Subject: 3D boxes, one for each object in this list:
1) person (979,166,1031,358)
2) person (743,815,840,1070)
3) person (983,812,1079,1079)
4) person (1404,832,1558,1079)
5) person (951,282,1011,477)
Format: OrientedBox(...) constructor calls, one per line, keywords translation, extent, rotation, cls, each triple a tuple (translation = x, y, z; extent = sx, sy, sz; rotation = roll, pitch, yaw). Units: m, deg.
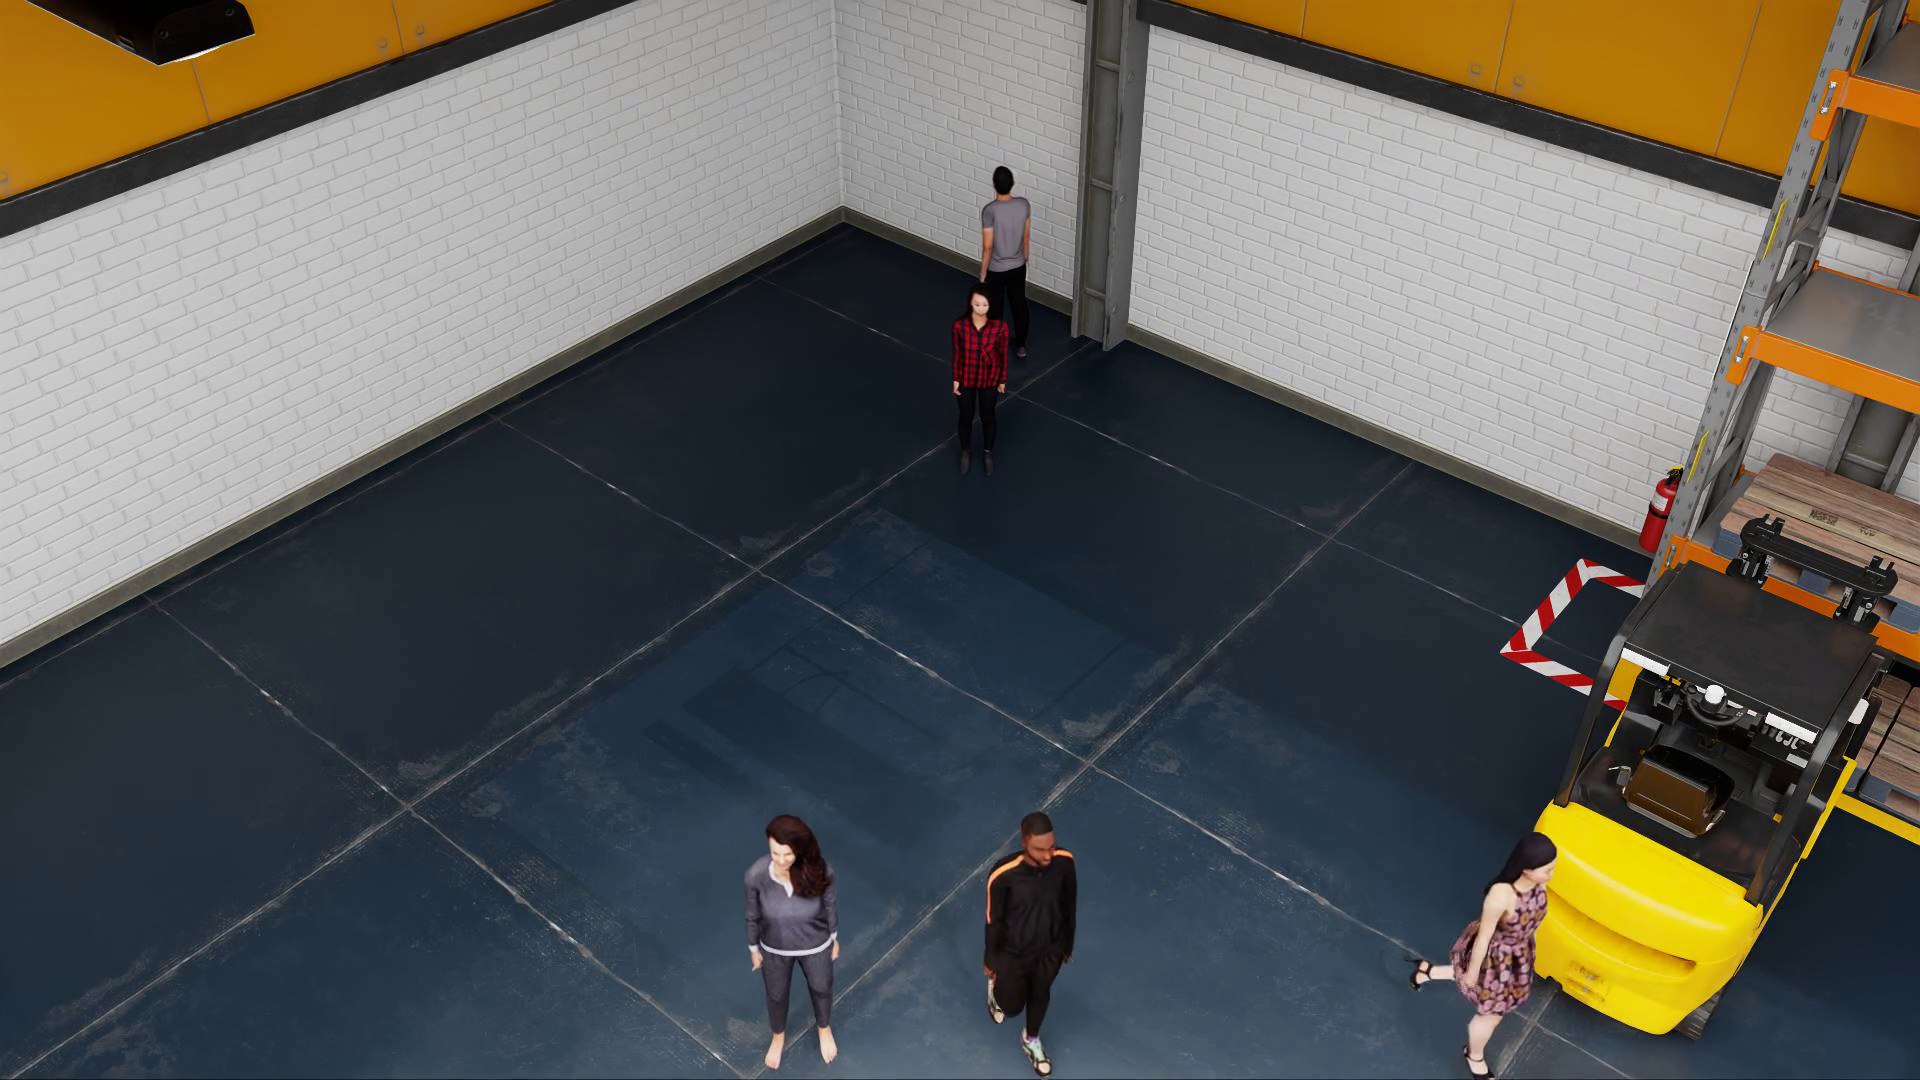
OrientedBox(translation=(0.367, -2.275, 13.766), extent=(0.686, 1.754, 0.649), rotation=(-20, 43, -23), cls="person")
OrientedBox(translation=(-0.833, 2.015, 8.383), extent=(0.682, 1.768, 0.727), rotation=(-5, 39, -7), cls="person")
OrientedBox(translation=(0.316, 1.971, 8.411), extent=(0.857, 1.802, 0.948), rotation=(-12, 40, -15), cls="person")
OrientedBox(translation=(2.640, 2.040, 8.363), extent=(0.733, 1.753, 0.968), rotation=(-25, 45, -28), cls="person")
OrientedBox(translation=(0.133, -1.226, 12.533), extent=(0.633, 1.652, 0.717), rotation=(1, 39, 2), cls="person")
